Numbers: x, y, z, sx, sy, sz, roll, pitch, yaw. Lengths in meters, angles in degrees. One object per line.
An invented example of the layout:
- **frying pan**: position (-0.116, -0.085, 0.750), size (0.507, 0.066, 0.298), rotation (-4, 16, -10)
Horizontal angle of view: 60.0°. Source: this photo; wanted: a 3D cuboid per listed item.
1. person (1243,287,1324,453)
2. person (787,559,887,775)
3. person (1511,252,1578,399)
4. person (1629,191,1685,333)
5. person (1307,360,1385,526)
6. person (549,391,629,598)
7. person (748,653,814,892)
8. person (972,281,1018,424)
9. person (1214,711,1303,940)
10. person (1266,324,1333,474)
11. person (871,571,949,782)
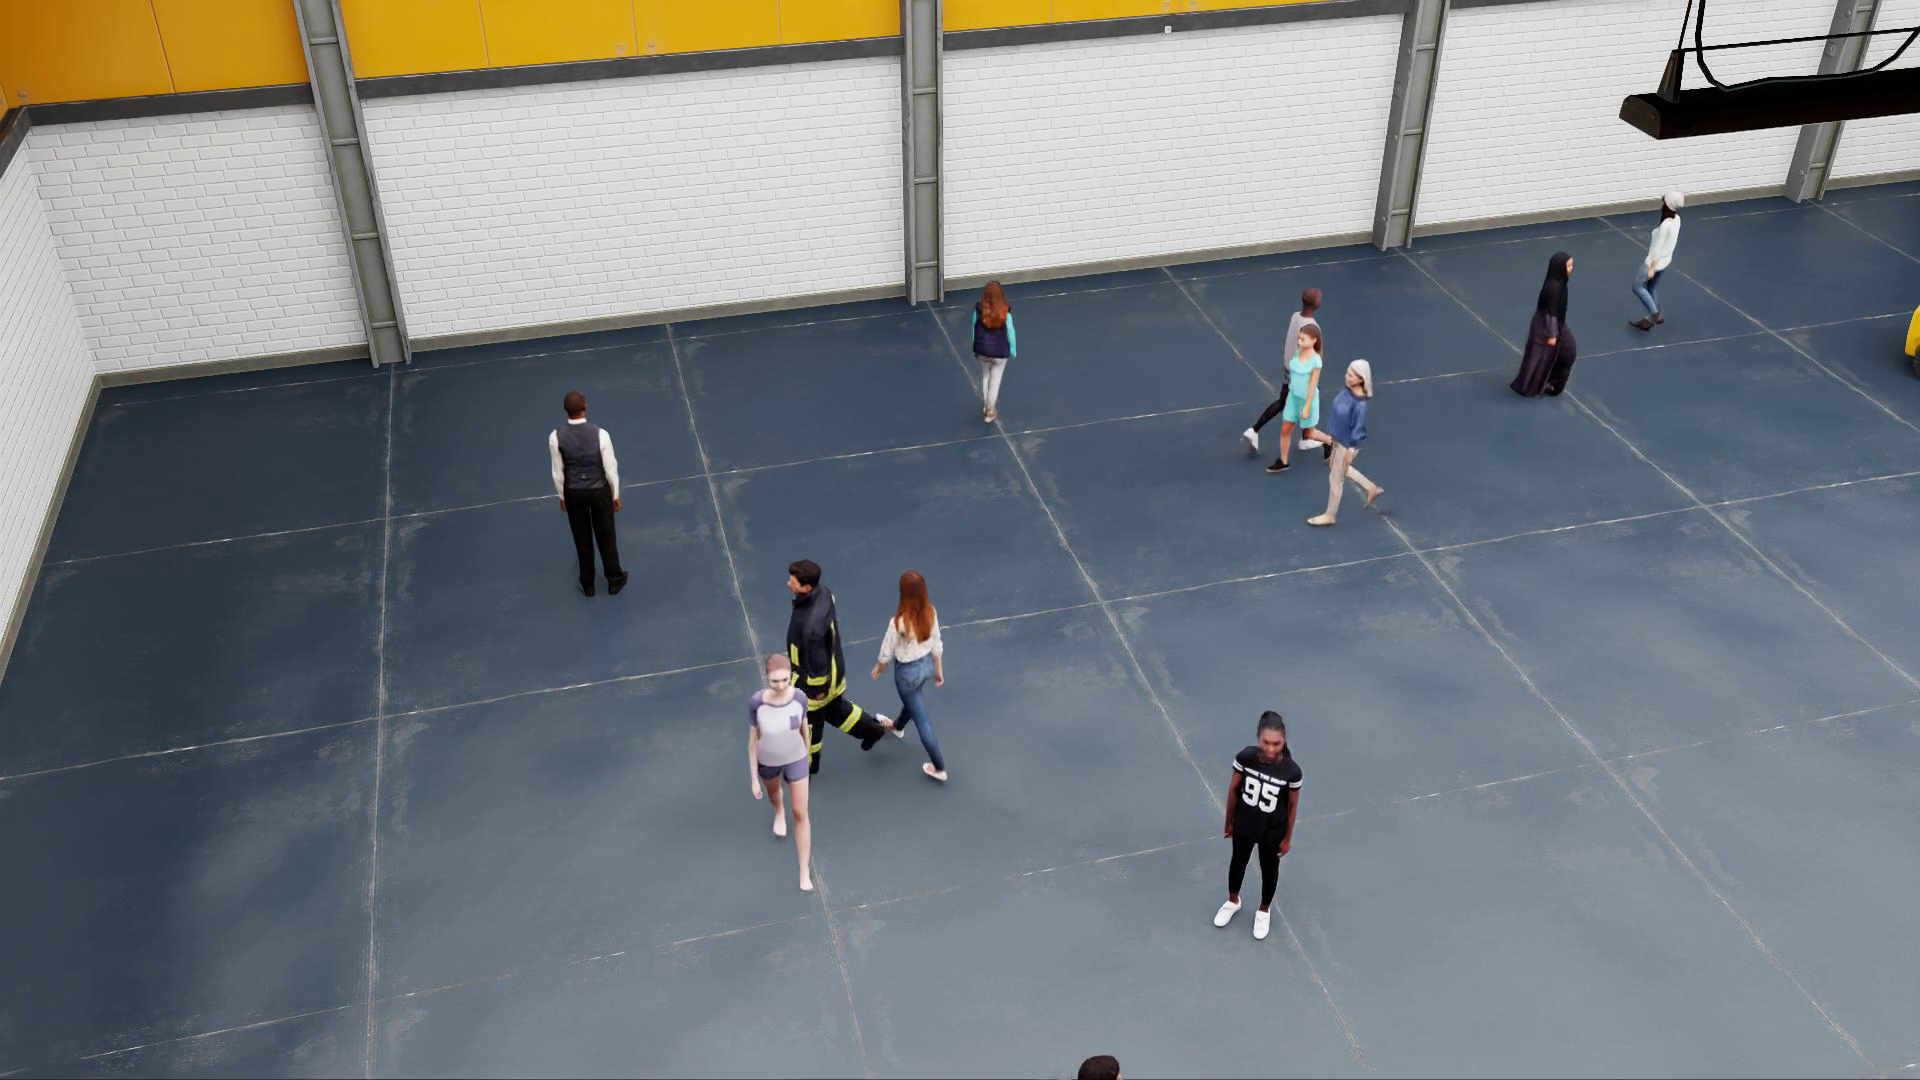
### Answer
- **person**: position (3.188, -1.590, 16.031), size (1.164, 1.742, 0.735), rotation (-14, 36, -20)
- **person**: position (-0.963, 0.921, 12.108), size (1.150, 1.904, 0.950), rotation (-1, 34, -1)
- **person**: position (5.978, -2.229, 17.110), size (0.921, 1.611, 0.856), rotation (16, 37, 23)
- **person**: position (7.750, -3.035, 18.300), size (0.803, 1.636, 0.741), rotation (24, 41, 32)
- **person**: position (3.562, -0.879, 15.014), size (0.989, 1.684, 0.748), rotation (-1, 34, -2)
- **person**: position (-3.146, -0.384, 14.059), size (0.589, 1.917, 0.798), rotation (-2, 34, -3)
- **person**: position (-1.241, 1.467, 11.454), size (1.109, 1.717, 0.759), rotation (-3, 34, -5)
- **person**: position (0.304, -1.859, 16.667), size (0.726, 1.486, 0.788), rotation (14, 36, 19)
- **person**: position (1.958, 1.861, 10.853), size (0.706, 1.725, 0.776), rotation (15, 36, 21)
- **person**: position (3.331, -1.344, 15.843), size (1.031, 1.540, 0.715), rotation (-18, 37, -24)
- **person**: position (-0.277, 1.021, 12.152), size (1.120, 1.688, 1.006), rotation (-28, 43, -35)
